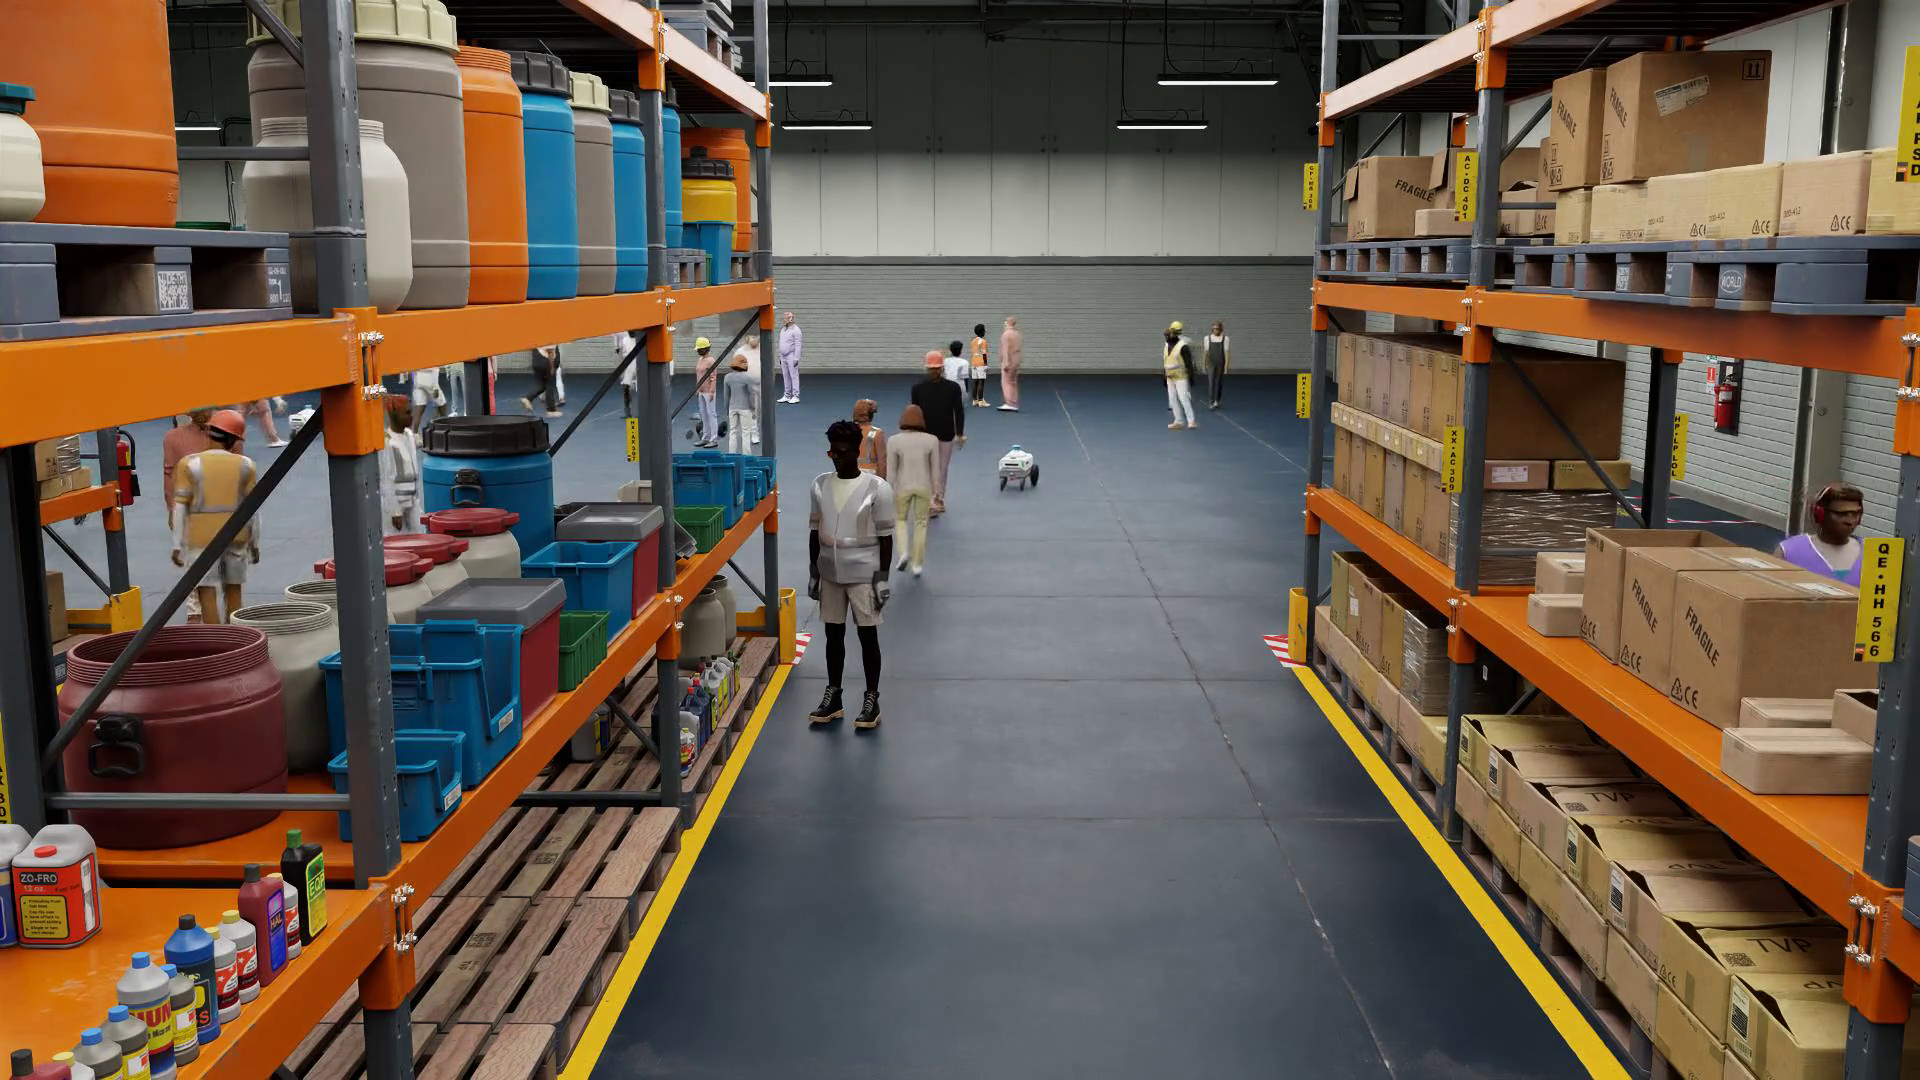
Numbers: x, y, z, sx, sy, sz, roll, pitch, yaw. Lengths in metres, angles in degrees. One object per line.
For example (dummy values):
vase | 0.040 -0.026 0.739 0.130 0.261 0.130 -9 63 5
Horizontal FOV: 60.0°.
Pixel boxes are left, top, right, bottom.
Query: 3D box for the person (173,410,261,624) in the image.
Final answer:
person | -5.364 0.015 12.037 0.633 1.885 0.556 -7 12 -36

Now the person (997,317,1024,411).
person | 1.005 -3.501 33.156 0.443 1.863 0.758 7 11 34

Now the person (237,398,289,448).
person | -11.273 -2.371 26.417 0.656 1.864 1.004 8 12 40

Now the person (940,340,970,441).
person | -0.111 -2.450 27.411 0.541 1.679 0.583 6 11 30

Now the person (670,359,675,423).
person | -5.544 -3.093 30.638 0.584 1.882 0.337 2 10 13

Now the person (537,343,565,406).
person | -8.457 -3.709 34.334 0.625 1.894 1.038 -7 12 -37

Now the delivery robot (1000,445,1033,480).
delivery robot | 0.745 -1.008 21.971 0.477 0.478 0.707 2 10 12

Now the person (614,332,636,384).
person | -8.052 -4.698 40.270 0.609 1.870 0.974 1 10 6

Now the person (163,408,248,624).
person | -6.073 -0.273 13.414 0.620 1.994 0.381 -5 10 -25

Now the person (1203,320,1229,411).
person | 5.182 -3.544 33.626 0.514 1.802 0.955 2 10 10

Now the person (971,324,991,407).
person | 0.415 -3.578 34.097 0.318 1.700 0.535 -5 11 -28

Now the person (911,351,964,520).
person | -0.267 -1.240 19.438 0.606 1.935 1.082 -1 10 -6

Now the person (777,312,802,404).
person | -3.609 -3.840 35.049 0.407 1.908 0.642 -8 13 -41

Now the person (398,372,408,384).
person | -13.657 -4.607 40.494 0.541 1.623 0.526 8 13 41

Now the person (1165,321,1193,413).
person | 4.310 -3.396 32.682 0.600 1.811 0.593 -4 10 -21

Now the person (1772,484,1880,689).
person | 4.444 0.614 8.568 0.592 1.833 0.449 0 9 -2

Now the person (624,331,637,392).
person | -7.434 -4.305 38.045 0.517 1.843 0.694 -1 10 -5

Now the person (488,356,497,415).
person | -8.898 -3.095 31.025 0.523 1.763 0.329 -2 10 -13

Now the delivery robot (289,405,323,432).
delivery robot | -10.988 -2.029 28.073 0.477 0.478 0.707 2 9 13

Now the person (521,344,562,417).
person | -7.998 -3.354 31.861 0.713 2.000 0.685 -8 13 -41

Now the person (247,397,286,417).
person | -13.381 -3.316 31.856 0.719 1.923 0.648 -3 10 -18

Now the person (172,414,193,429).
person | -9.815 -1.491 21.118 0.532 1.859 0.311 4 10 25

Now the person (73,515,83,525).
person | -10.099 -0.957 18.252 0.693 1.741 0.530 -8 13 -41

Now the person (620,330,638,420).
person | -6.141 -3.189 31.175 0.538 1.902 0.711 3 10 15

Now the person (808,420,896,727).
person | -0.711 0.210 10.610 0.609 1.965 0.364 4 10 24

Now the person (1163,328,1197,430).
person | 3.869 -2.861 29.516 0.472 1.802 0.704 -6 11 -31

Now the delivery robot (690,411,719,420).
delivery robot | -4.325 -2.173 28.176 0.335 0.223 0.698 4 10 20

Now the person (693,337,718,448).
person | -4.083 -2.365 26.649 0.322 1.763 0.524 -7 12 -36

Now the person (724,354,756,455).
person | -3.174 -1.867 24.044 0.498 1.633 0.281 4 10 23

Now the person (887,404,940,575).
person | -0.437 -0.473 15.733 0.511 1.623 0.333 -1 9 -4

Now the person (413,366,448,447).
person | -8.506 -2.518 26.867 0.637 1.988 1.026 6 11 34

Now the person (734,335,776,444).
person | -3.394 -2.556 27.462 0.646 1.876 0.849 -4 10 -24

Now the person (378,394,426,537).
person | -4.557 -0.286 13.904 0.875 1.851 0.614 1 10 9

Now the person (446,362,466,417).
person | -9.592 -3.168 31.836 0.498 1.634 0.283 0 9 2

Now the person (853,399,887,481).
person | -0.922 -0.549 16.140 0.525 1.637 0.307 6 11 34
